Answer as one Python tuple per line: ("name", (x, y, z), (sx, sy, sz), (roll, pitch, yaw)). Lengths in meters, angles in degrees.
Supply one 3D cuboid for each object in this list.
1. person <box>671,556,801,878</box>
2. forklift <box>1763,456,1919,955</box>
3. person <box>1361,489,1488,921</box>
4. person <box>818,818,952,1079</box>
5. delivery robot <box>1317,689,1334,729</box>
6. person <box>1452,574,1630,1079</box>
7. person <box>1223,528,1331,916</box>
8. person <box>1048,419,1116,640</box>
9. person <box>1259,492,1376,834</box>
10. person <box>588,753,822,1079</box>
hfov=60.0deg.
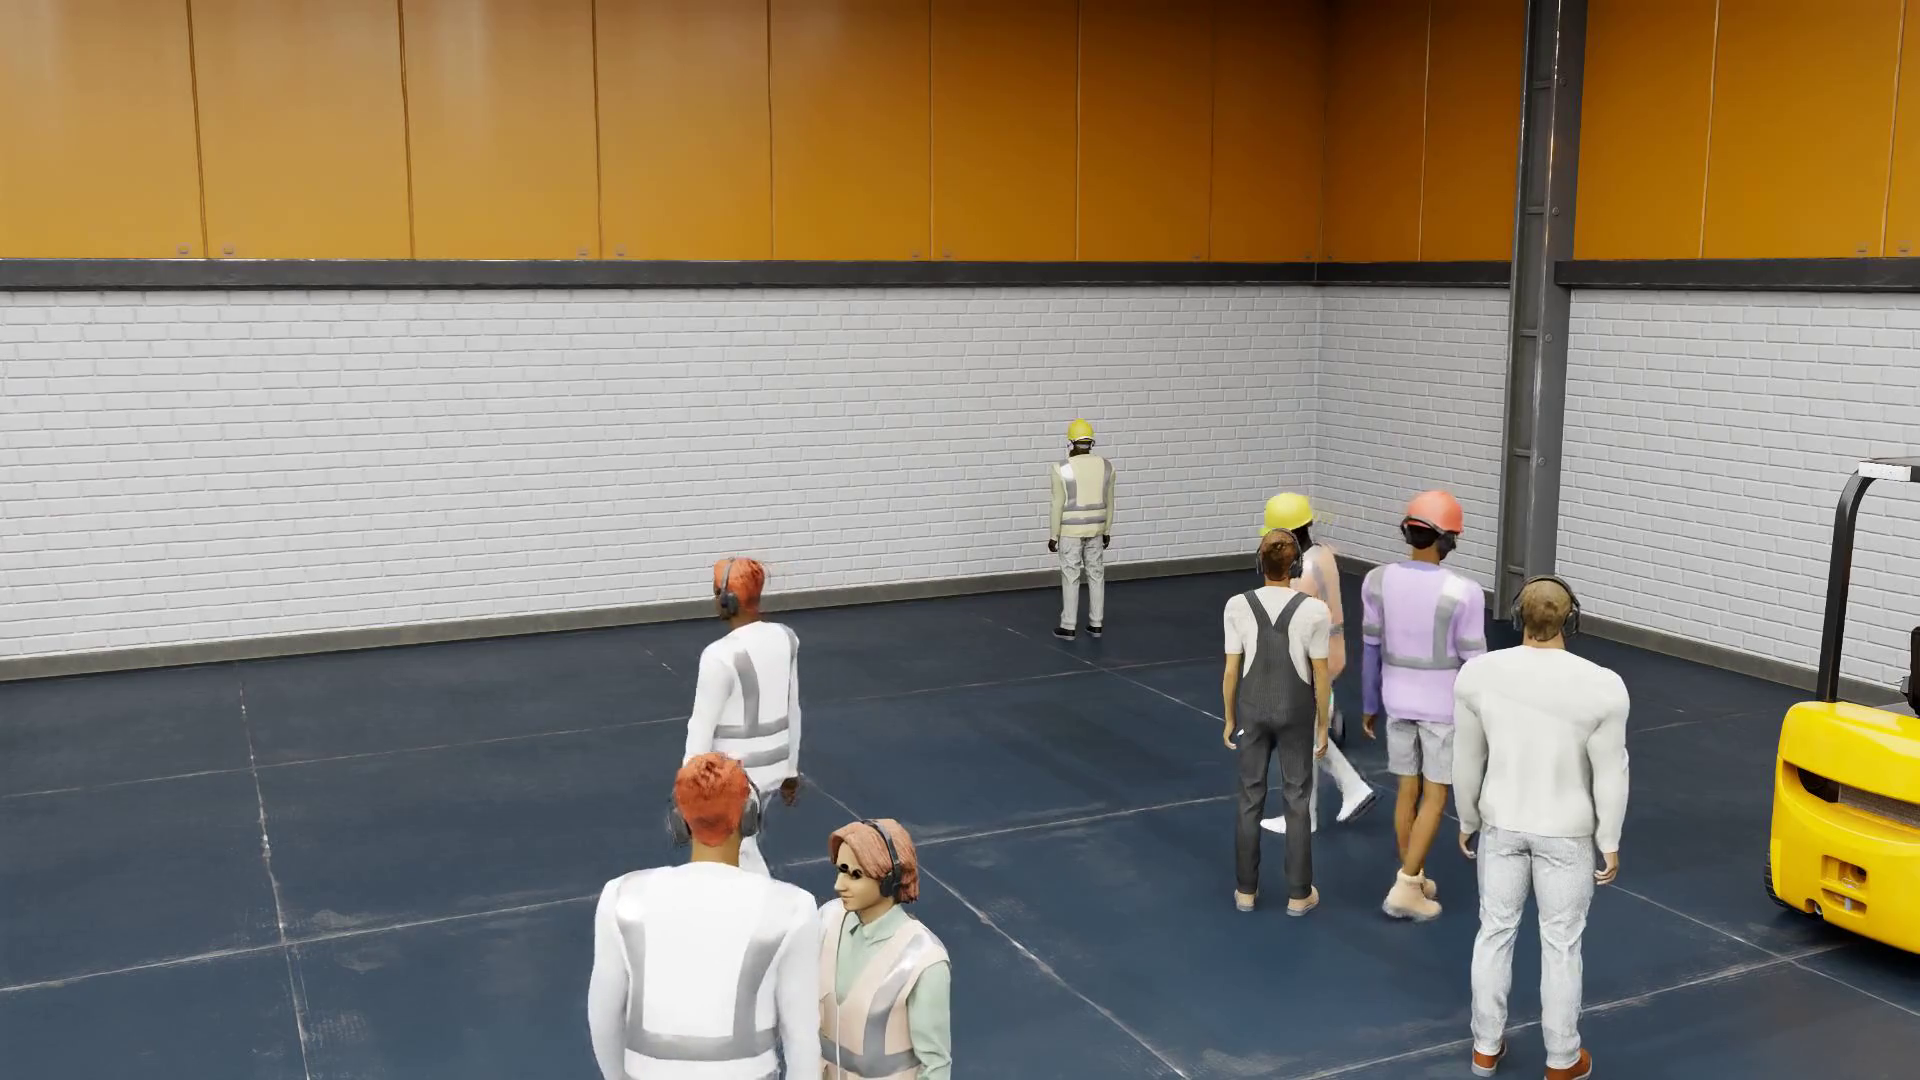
("person", (-0.930, 0.990, 6.953), (0.423, 1.870, 0.590), (4, 10, 25))
("forklift", (4.857, 0.731, 7.561), (2.313, 2.155, 1.214), (-4, 10, -25))
("person", (2.173, 0.775, 7.793), (0.624, 2.040, 0.488), (9, 13, 44))
("person", (-0.222, 1.521, 4.376), (0.513, 1.641, 0.307), (9, 13, 44))
("delivery robot", (2.205, 0.980, 10.795), (0.477, 0.478, 0.707), (1, 9, 3))
("person", (2.144, 1.081, 6.187), (0.634, 1.940, 0.367), (5, 11, 30))
("person", (1.492, 0.857, 7.857), (0.504, 1.847, 0.345), (3, 10, 19))
("person", (0.990, -0.087, 13.749), (0.590, 1.833, 0.404), (-4, 10, -24))
("person", (1.870, 0.674, 8.856), (0.551, 1.887, 0.635), (4, 10, 22))
("person", (-0.633, 1.453, 4.246), (0.590, 1.816, 0.961), (1, 9, 6))
